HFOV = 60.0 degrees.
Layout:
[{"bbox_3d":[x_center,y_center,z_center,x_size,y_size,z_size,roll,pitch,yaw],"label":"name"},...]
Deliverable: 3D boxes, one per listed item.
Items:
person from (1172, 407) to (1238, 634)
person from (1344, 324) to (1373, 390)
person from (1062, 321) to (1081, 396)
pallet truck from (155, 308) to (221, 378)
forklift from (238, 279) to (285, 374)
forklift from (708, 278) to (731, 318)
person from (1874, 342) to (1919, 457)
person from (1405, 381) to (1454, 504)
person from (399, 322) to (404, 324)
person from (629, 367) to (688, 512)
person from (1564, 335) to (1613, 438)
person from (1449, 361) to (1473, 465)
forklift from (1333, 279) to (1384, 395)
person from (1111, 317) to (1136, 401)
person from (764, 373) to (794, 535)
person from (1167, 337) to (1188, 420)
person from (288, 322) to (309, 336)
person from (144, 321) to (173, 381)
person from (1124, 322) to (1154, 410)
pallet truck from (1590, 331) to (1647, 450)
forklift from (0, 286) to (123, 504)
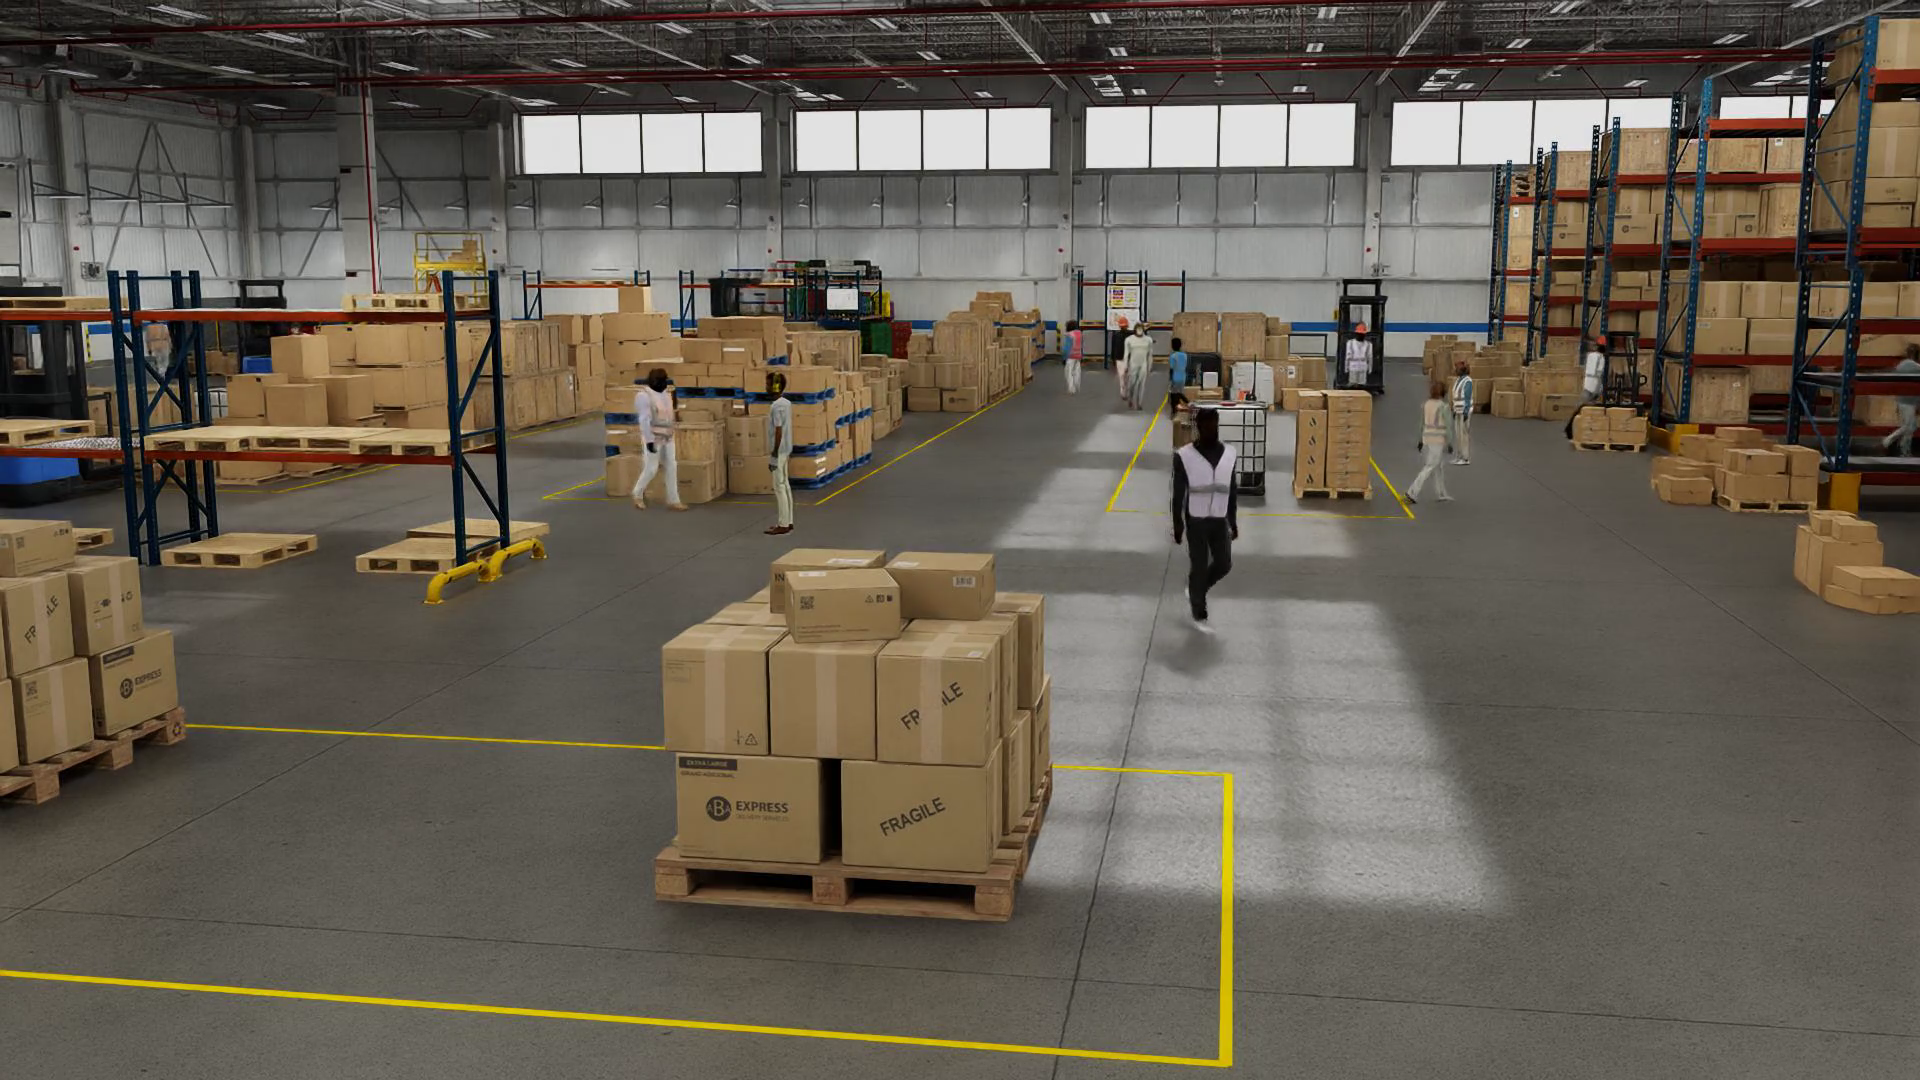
[{"bbox_3d":[2.043,-0.180,14.006,0.604,1.909,0.506,-4,10,-22],"label":"person"},{"bbox_3d":[8.367,-3.563,34.846,0.580,1.915,0.680,1,9,5],"label":"person"},{"bbox_3d":[2.714,-4.409,40.415,0.440,1.816,0.674,7,11,36],"label":"person"},{"bbox_3d":[-21.869,-5.598,47.154,0.823,1.965,1.885,4,10,26],"label":"pallet truck"},{"bbox_3d":[-15.763,-4.510,37.729,1.129,2.768,1.873,-5,11,-29],"label":"forklift"},{"bbox_3d":[-6.506,-5.721,45.201,1.873,2.768,1.129,2,9,11],"label":"forklift"},{"bbox_3d":[14.782,-2.138,26.067,0.673,1.918,0.638,1,9,7],"label":"person"},{"bbox_3d":[6.132,-1.263,21.633,0.811,1.605,0.526,-4,10,-23],"label":"person"},{"bbox_3d":[-17.235,-6.162,51.565,0.435,1.682,0.552,-4,10,-23],"label":"person"},{"bbox_3d":[-3.825,-1.262,20.949,0.739,1.820,0.634,6,11,34],"label":"person"},{"bbox_3d":[11.378,-2.756,29.971,0.957,1.889,0.563,-4,10,-22],"label":"person"},{"bbox_3d":[7.852,-1.985,26.000,0.320,1.630,0.528,-1,9,-4],"label":"person"},{"bbox_3d":[9.831,-5.025,40.908,1.129,2.768,1.873,1,9,9],"label":"forklift"},{"bbox_3d":[3.863,-4.262,39.103,0.613,1.952,1.033,-1,9,-4],"label":"person"},{"bbox_3d":[-2.094,-0.988,19.127,0.313,1.866,0.538,1,9,9],"label":"person"},{"bbox_3d":[4.436,-3.260,33.682,0.543,1.684,0.463,-8,12,-41],"label":"person"},{"bbox_3d":[-14.661,-3.913,37.050,0.648,1.909,0.642,-1,9,-8],"label":"person"},{"bbox_3d":[-21.820,-5.241,45.283,0.660,1.895,0.497,-2,9,-14],"label":"person"},{"bbox_3d":[3.877,-3.756,36.021,0.628,1.921,0.519,0,9,-3],"label":"person"},{"bbox_3d":[11.253,-2.573,28.499,0.823,1.965,1.885,5,10,27],"label":"pallet truck"},{"bbox_3d":[-12.268,-1.953,21.957,1.129,2.768,1.873,1,9,9],"label":"forklift"}]
